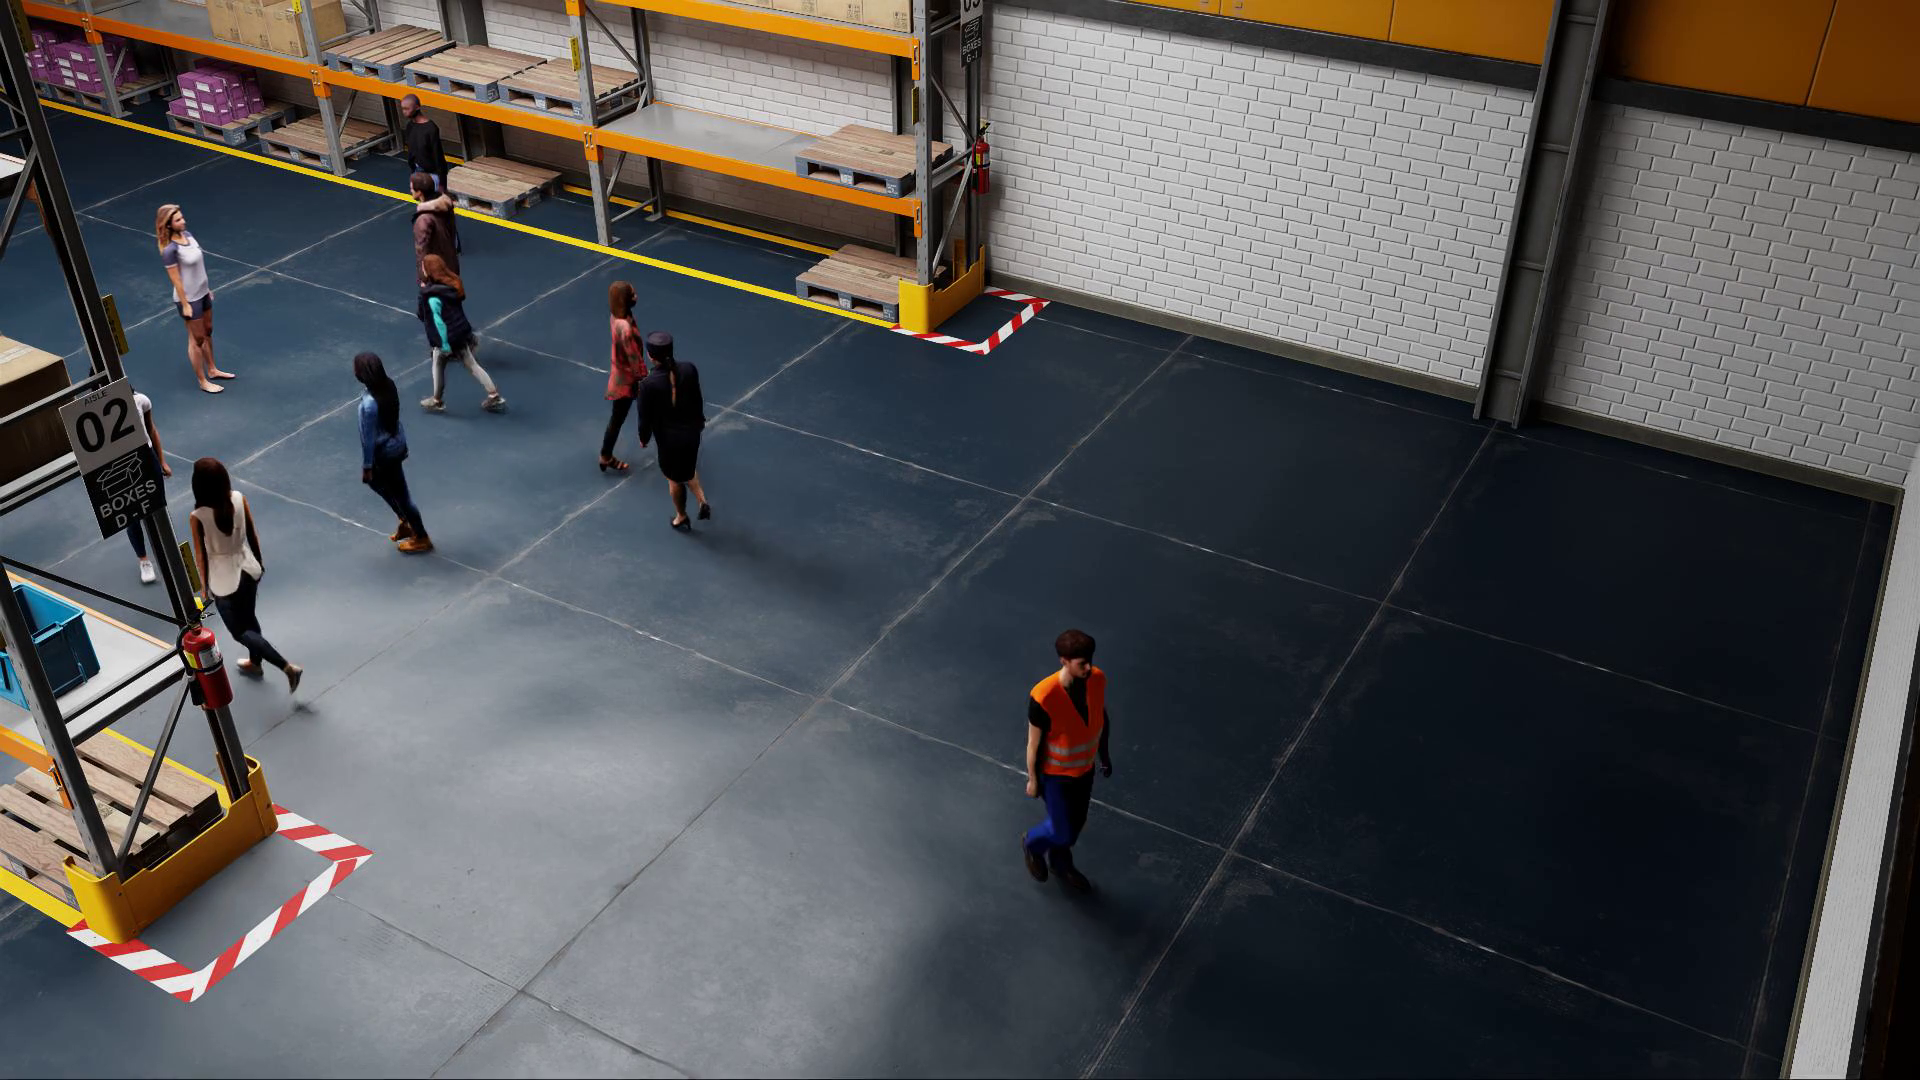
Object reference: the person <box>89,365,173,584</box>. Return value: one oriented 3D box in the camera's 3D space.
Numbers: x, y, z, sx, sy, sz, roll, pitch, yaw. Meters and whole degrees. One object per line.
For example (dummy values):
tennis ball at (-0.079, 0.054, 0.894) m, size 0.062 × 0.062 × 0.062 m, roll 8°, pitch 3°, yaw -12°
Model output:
person at (-6.086, -0.527, 12.247) m, size 0.656 × 1.774 × 0.632 m, roll -24°, pitch 41°, yaw -32°

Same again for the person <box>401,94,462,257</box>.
person at (-5.445, -3.756, 17.132) m, size 0.473 × 1.744 × 0.650 m, roll 17°, pitch 37°, yaw 24°

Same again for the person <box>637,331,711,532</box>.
person at (-2.131, -0.765, 12.707) m, size 0.767 × 1.661 × 0.774 m, roll 26°, pitch 42°, yaw 34°

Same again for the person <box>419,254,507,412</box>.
person at (-4.330, -1.751, 14.371) m, size 1.068 × 1.462 × 0.792 m, roll 5°, pitch 34°, yaw 8°

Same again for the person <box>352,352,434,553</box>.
person at (-4.185, -0.637, 12.482) m, size 0.815 × 1.698 × 0.768 m, roll -3°, pitch 34°, yaw -4°

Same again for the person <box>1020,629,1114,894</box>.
person at (0.551, 1.232, 9.513) m, size 0.794 × 1.871 × 0.829 m, roll -26°, pitch 42°, yaw -34°

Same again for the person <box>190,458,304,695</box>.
person at (-4.754, 0.283, 11.034) m, size 0.975 × 1.769 × 0.600 m, roll 17°, pitch 37°, yaw 24°

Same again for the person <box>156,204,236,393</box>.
person at (-6.816, -2.159, 14.739) m, size 0.684 × 1.733 × 0.680 m, roll 3°, pitch 34°, yaw 4°

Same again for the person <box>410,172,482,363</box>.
person at (-4.652, -2.430, 15.054) m, size 0.953 × 1.835 × 0.920 m, roll 2°, pitch 34°, yaw 3°
